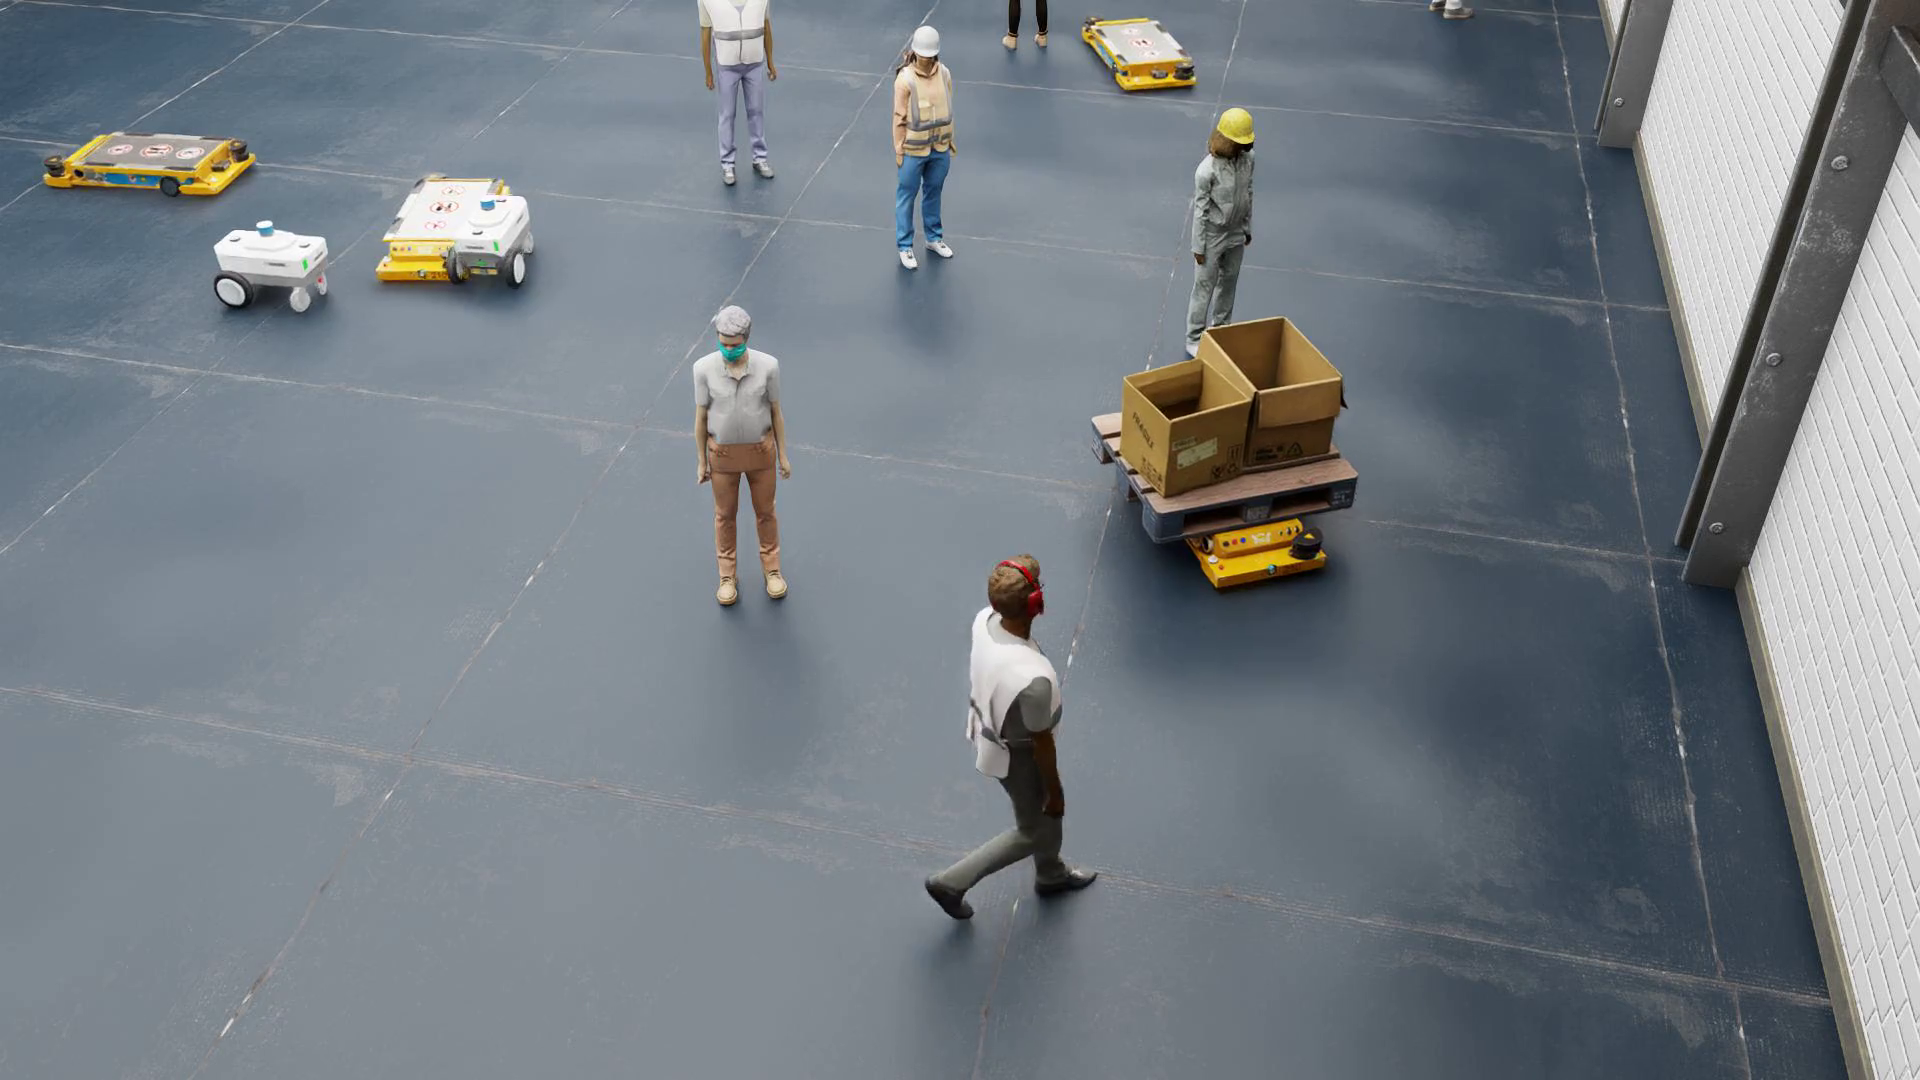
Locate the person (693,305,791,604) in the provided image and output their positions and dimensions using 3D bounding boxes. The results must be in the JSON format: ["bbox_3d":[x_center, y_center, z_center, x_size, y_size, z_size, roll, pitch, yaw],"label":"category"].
[{"bbox_3d":[-1.121,-0.435,8.574,0.482,1.738,0.320,-6,37,-8],"label":"person"}]

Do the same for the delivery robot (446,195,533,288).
[{"bbox_3d":[-3.335,-2.145,11.861,0.499,0.608,0.786,4,37,5],"label":"delivery robot"}]

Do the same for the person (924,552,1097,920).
[{"bbox_3d":[0.238,0.860,6.786,0.743,1.802,0.593,-8,38,-11],"label":"person"}]

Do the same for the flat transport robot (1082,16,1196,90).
[{"bbox_3d":[1.623,-4.464,15.192,0.659,0.231,1.431,-7,37,-10],"label":"flat transport robot"}]

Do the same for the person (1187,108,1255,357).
[{"bbox_3d":[1.675,-1.926,10.576,0.487,1.729,0.319,-27,44,-31],"label":"person"}]

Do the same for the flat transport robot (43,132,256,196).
[{"bbox_3d":[-6.442,-2.992,13.222,1.431,0.231,0.659,4,37,6],"label":"flat transport robot"}]

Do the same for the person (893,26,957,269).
[{"bbox_3d":[-0.257,-2.783,11.724,0.487,1.728,0.366,-21,41,-25],"label":"person"}]

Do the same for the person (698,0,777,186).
[{"bbox_3d":[-1.704,-3.666,12.810,0.568,1.840,0.373,-15,39,-19],"label":"person"}]

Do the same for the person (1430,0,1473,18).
[{"bbox_3d":[4.813,-5.930,15.812,0.355,1.876,0.600,-18,40,-22],"label":"person"}]

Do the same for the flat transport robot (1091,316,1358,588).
[{"bbox_3d":[1.493,-0.263,9.571,0.659,0.231,1.431,-10,38,-14],"label":"flat transport robot"}]

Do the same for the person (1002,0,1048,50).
[{"bbox_3d":[0.612,-5.328,15.162,0.532,1.691,0.322,-7,37,-9],"label":"person"}]

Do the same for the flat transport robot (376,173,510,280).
[{"bbox_3d":[-3.821,-2.335,12.343,0.659,0.231,1.431,0,37,0],"label":"flat transport robot"}]

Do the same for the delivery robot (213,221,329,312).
[{"bbox_3d":[-4.793,-1.920,11.562,0.782,0.610,0.500,6,37,8],"label":"delivery robot"}]
